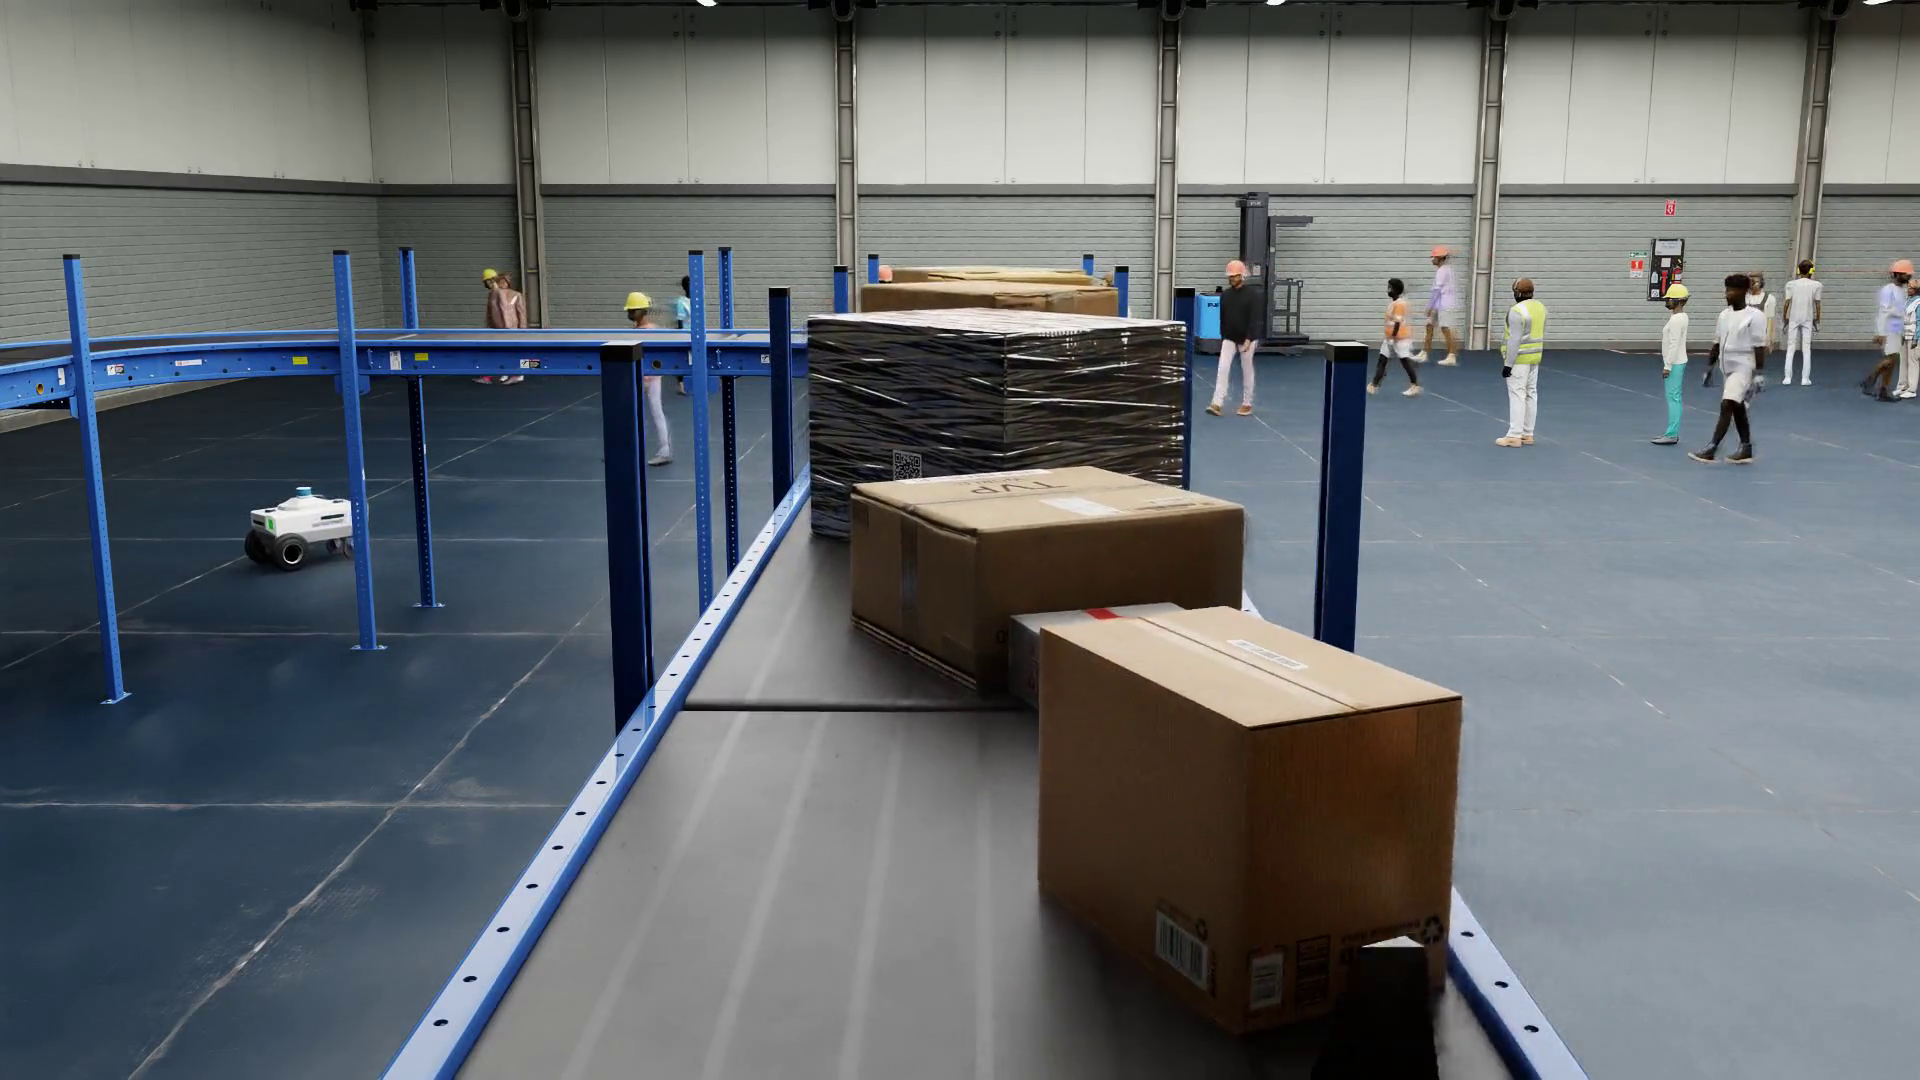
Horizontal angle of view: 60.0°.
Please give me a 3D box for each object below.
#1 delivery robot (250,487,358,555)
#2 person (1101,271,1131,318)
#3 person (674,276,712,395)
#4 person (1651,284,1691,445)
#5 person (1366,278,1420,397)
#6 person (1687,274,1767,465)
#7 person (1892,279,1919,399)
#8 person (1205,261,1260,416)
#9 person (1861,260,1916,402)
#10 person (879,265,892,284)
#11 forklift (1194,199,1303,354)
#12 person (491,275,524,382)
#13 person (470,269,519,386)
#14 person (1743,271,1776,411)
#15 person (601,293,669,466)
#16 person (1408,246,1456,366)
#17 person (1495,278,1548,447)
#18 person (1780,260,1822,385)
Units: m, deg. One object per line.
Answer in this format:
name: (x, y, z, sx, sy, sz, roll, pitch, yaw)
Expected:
delivery robot: (-4.780, -0.145, 12.158, 0.477, 0.478, 0.707, 10, 15, 42)
person: (1.609, -1.824, 17.363, 0.378, 1.940, 0.629, 0, 11, 0)
person: (-3.735, -2.873, 23.436, 0.706, 1.669, 0.552, 7, 13, 32)
person: (7.898, -1.950, 18.455, 0.312, 1.769, 0.525, 6, 13, 29)
person: (6.069, -2.825, 23.246, 0.867, 1.648, 0.547, 0, 11, -1)
person: (7.750, -1.720, 16.855, 0.947, 1.921, 0.624, -2, 11, -10)
person: (13.215, -2.797, 23.132, 0.308, 1.641, 0.514, 1, 11, 4)
person: (3.446, -2.517, 20.903, 0.611, 1.945, 0.963, 8, 14, 36)
person: (12.697, -2.843, 22.642, 0.576, 1.921, 0.441, -8, 14, -35)
person: (-0.898, -2.241, 19.509, 0.355, 1.939, 0.544, 7, 13, 31)
forklift: (5.313, -4.851, 30.603, 1.873, 2.768, 1.129, 0, 11, 1)
person: (-6.904, -3.231, 25.396, 0.526, 1.625, 0.328, 1, 11, 5)
person: (-6.940, -3.129, 24.616, 0.841, 1.721, 0.558, -7, 13, -33)
person: (10.415, -2.641, 21.906, 0.533, 1.823, 0.784, 9, 14, 40)
person: (-3.288, -1.601, 16.723, 0.744, 1.739, 0.553, -7, 13, -32)
person: (8.032, -3.964, 28.200, 0.937, 2.005, 0.635, 3, 12, 17)
person: (6.166, -1.957, 18.308, 0.619, 1.840, 0.430, -9, 14, -40)
person: (12.599, -3.258, 24.926, 0.535, 1.863, 0.325, 6, 12, 27)
